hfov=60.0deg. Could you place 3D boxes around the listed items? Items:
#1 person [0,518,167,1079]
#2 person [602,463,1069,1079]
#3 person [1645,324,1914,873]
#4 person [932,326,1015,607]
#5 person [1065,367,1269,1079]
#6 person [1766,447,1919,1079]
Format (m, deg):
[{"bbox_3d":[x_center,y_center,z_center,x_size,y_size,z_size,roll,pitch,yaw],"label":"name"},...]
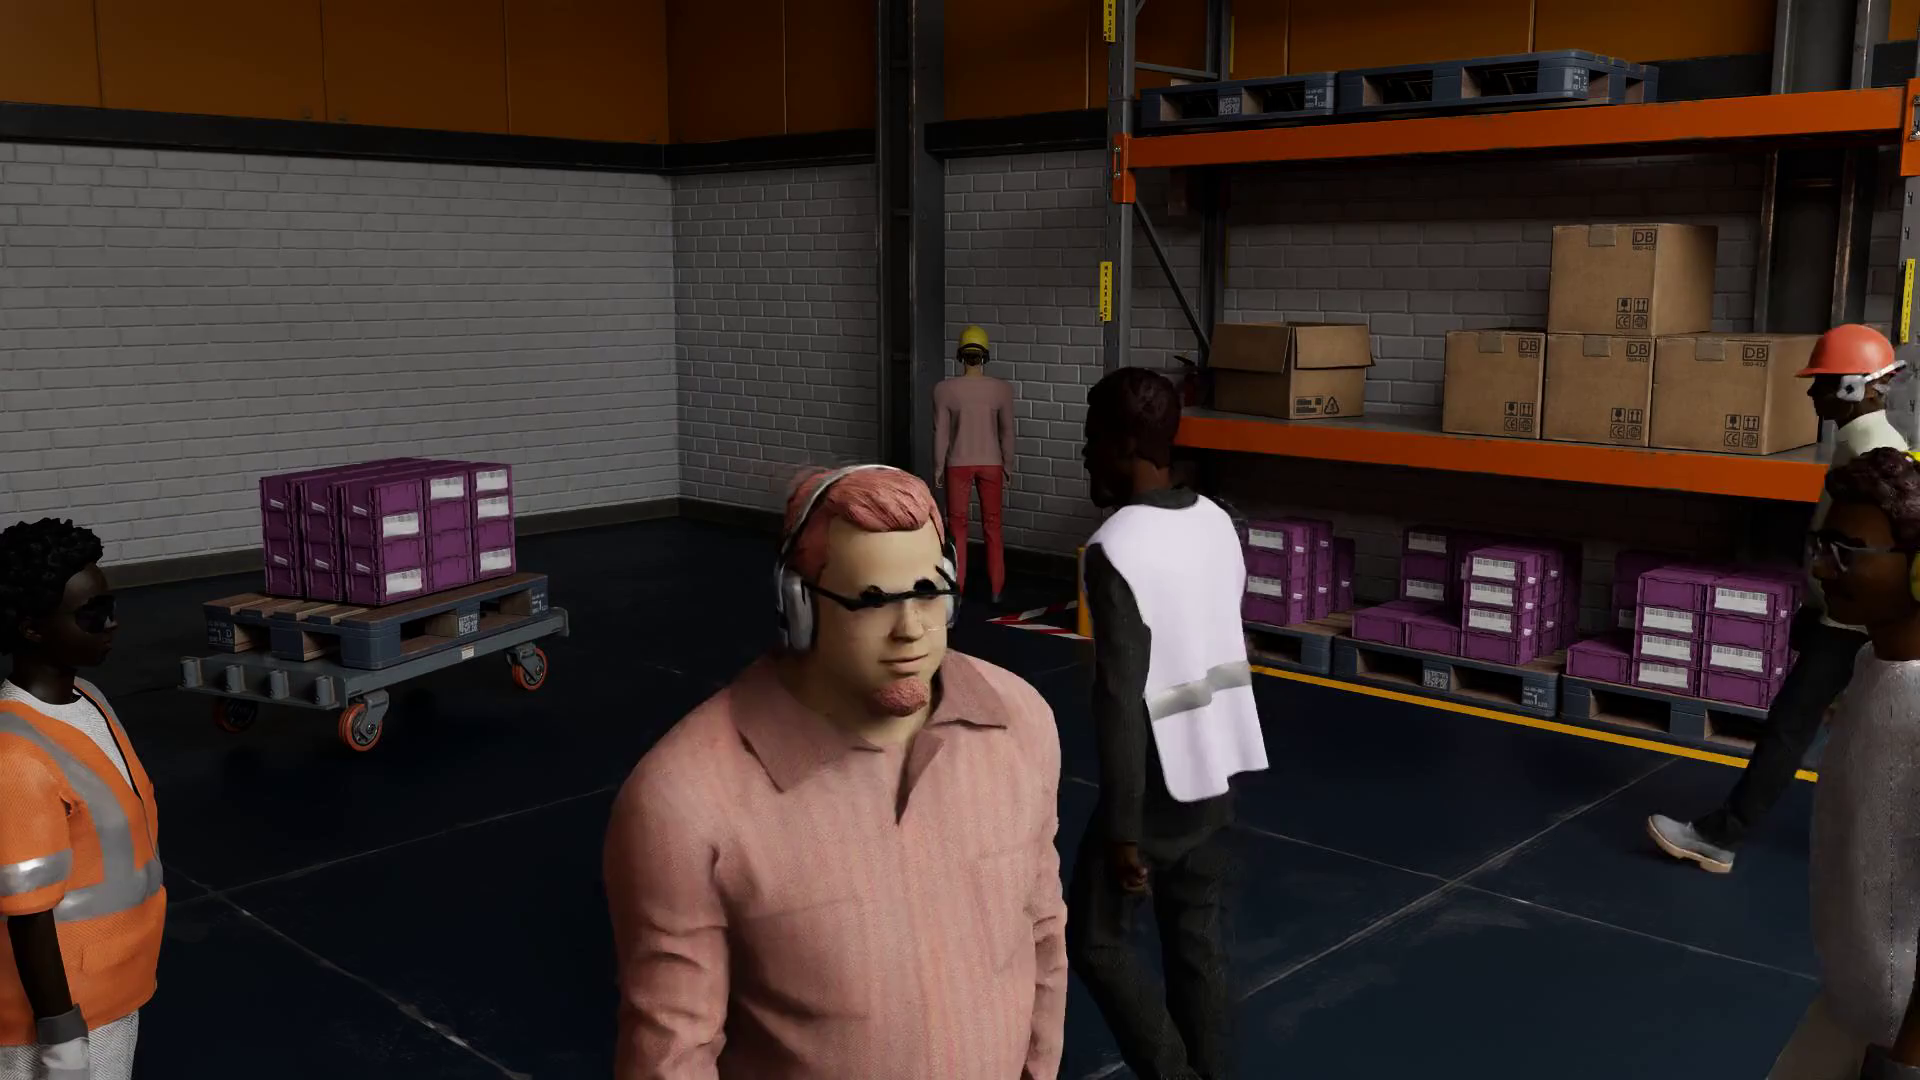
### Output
[{"bbox_3d":[-1.565,0.803,2.942,0.318,1.697,0.535,-3,10,-18],"label":"person"},{"bbox_3d":[-0.077,0.846,2.091,0.686,1.879,0.733,-5,11,-29],"label":"person"},{"bbox_3d":[2.993,0.241,5.663,1.048,1.927,0.609,5,11,30],"label":"person"},{"bbox_3d":[0.080,-0.456,10.451,0.533,1.767,0.312,-1,9,-9],"label":"person"},{"bbox_3d":[0.468,0.558,3.832,0.445,1.898,0.611,7,12,38],"label":"person"},{"bbox_3d":[1.440,0.780,2.628,0.391,1.856,0.526,1,9,6],"label":"person"}]
